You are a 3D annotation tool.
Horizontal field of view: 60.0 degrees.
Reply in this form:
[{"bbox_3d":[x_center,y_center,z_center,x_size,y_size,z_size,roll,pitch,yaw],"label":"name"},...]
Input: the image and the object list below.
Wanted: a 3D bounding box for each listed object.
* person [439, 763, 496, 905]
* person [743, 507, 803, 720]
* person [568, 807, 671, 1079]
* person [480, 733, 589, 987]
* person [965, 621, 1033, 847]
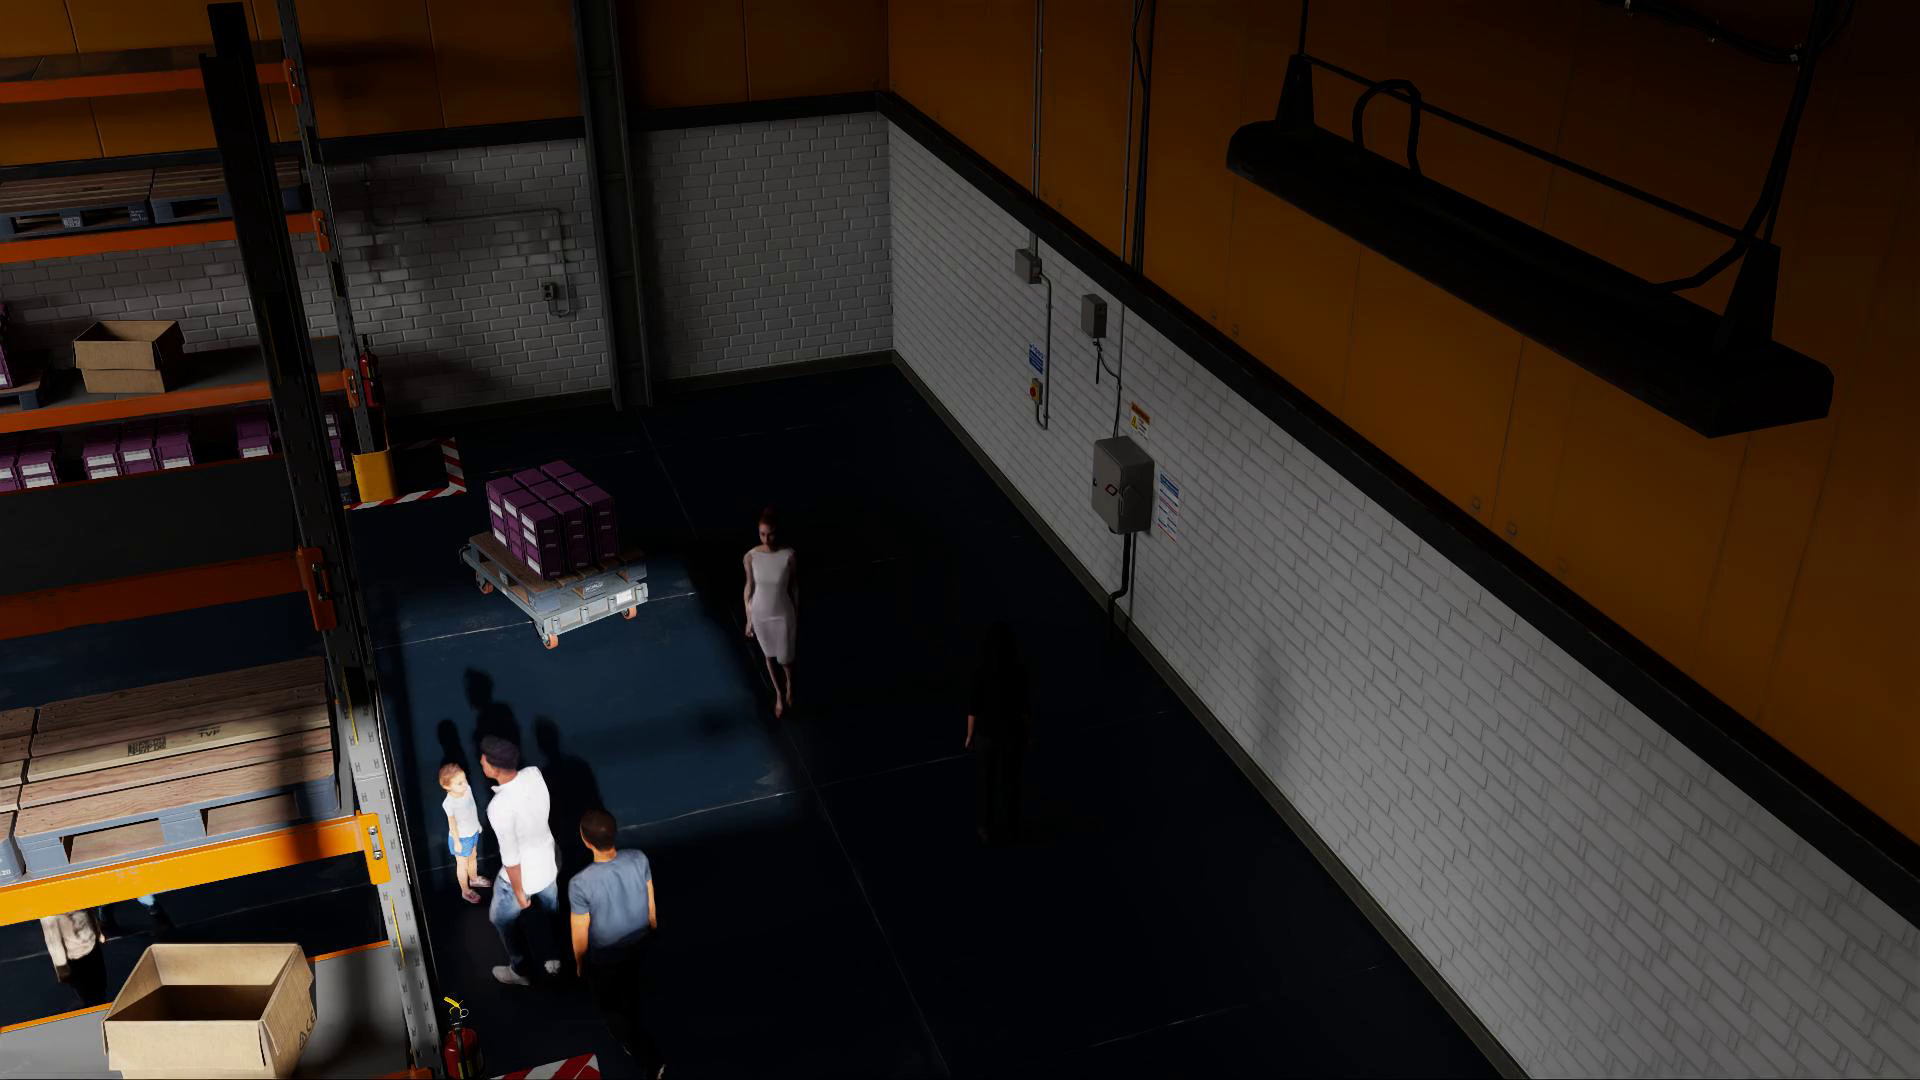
[{"bbox_3d":[-3.187,1.855,10.669,0.532,1.019,0.486,7,29,13],"label":"person"},{"bbox_3d":[-1.355,0.529,12.301,0.677,1.785,0.740,3,29,5],"label":"person"},{"bbox_3d":[-1.835,2.273,9.103,1.045,1.785,0.974,-24,37,-36],"label":"person"},{"bbox_3d":[-2.444,1.927,9.734,0.931,1.789,0.870,14,31,24],"label":"person"},{"bbox_3d":[0.276,1.305,11.041,0.569,1.630,0.704,-3,29,-5],"label":"person"}]
